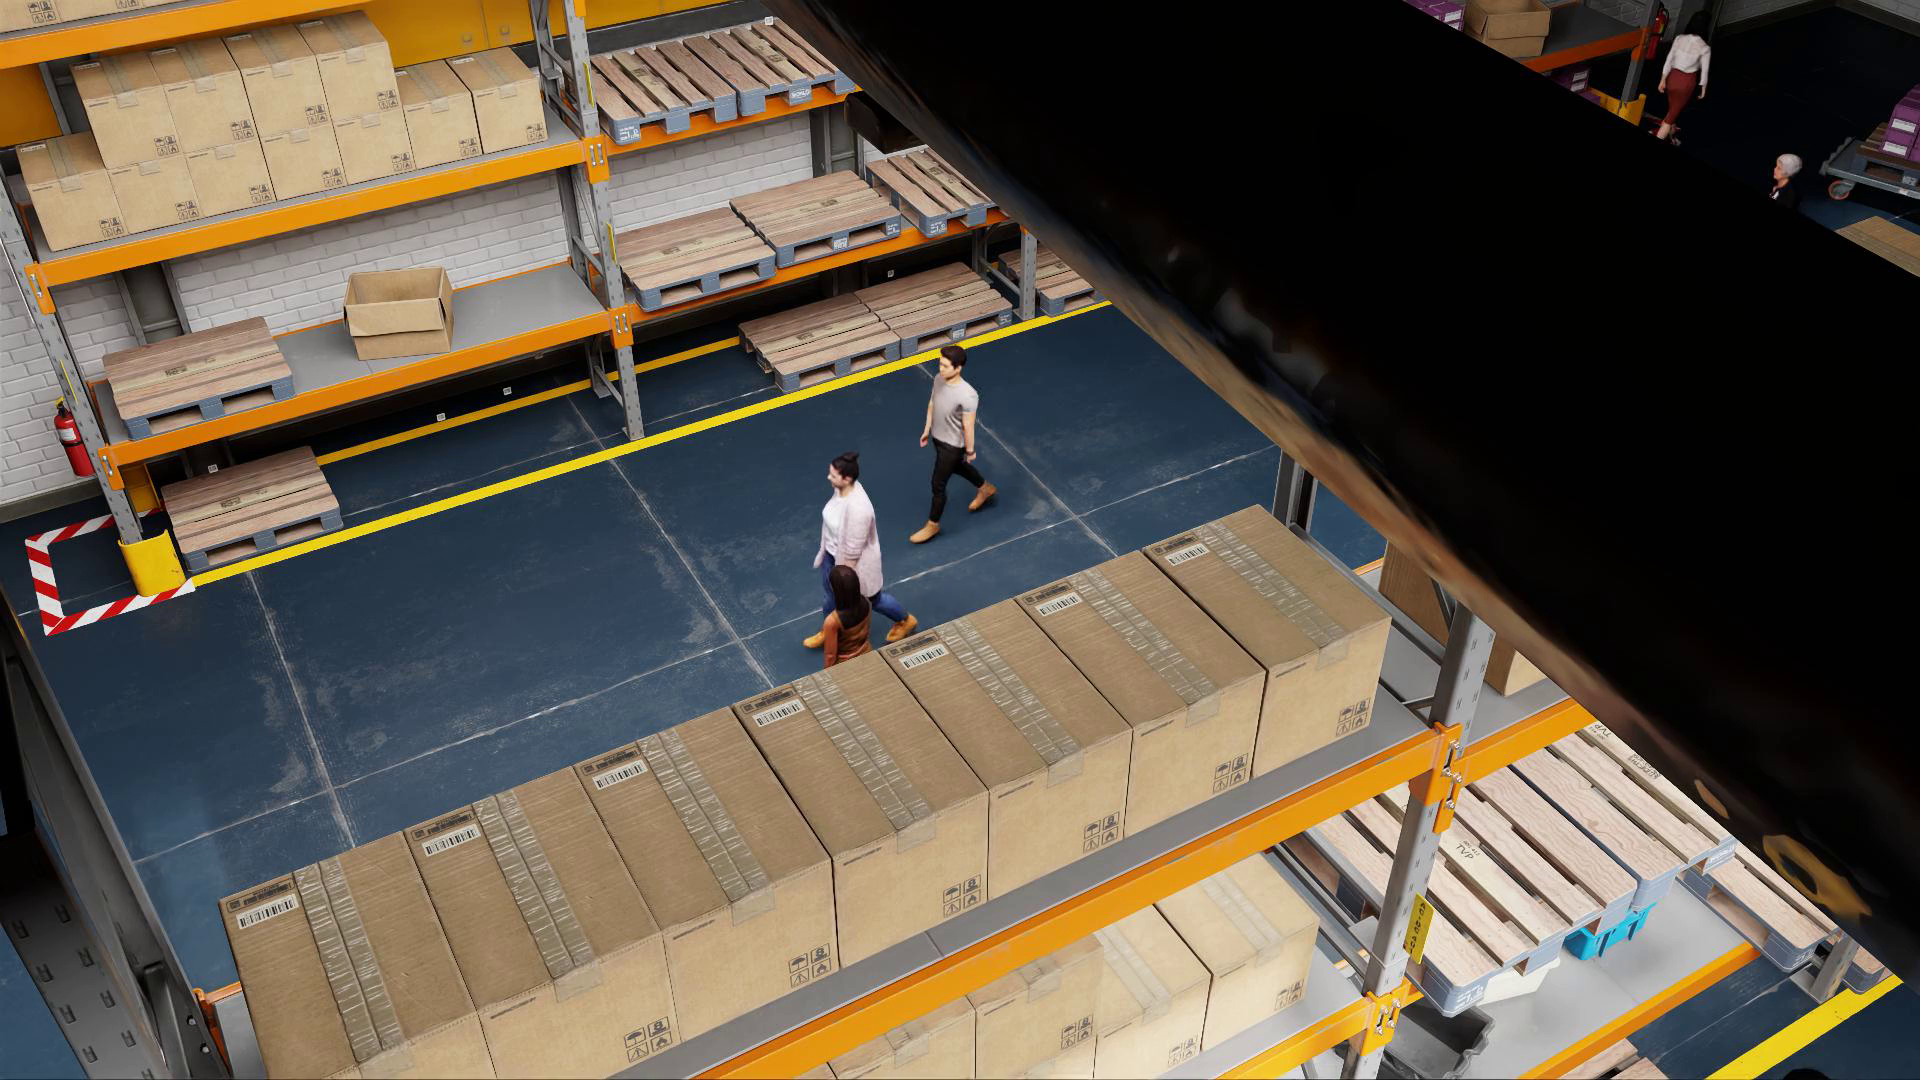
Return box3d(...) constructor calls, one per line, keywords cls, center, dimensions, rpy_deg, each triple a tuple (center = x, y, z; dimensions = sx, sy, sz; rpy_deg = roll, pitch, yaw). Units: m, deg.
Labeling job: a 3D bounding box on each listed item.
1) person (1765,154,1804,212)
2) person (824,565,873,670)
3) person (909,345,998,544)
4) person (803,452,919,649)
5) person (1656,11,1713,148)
box3d(cls="person", center=(7.755, -2.796, 15.682), dimensions=(0.831, 1.769, 0.880), rpy_deg=(-2, 39, -2))
box3d(cls="person", center=(-0.717, 0.855, 10.922), dimensions=(0.699, 1.684, 0.586), rpy_deg=(23, 44, 26))
box3d(cls="person", center=(-0.006, -0.814, 13.008), dimensions=(1.095, 1.689, 0.599), rpy_deg=(-19, 42, -22))
box3d(cls="person", center=(-0.670, 0.105, 11.838), dimensions=(1.121, 1.713, 0.782), rpy_deg=(-14, 41, -17))
box3d(cls="person", center=(7.745, -4.836, 18.024), dimensions=(1.021, 1.714, 0.718), rpy_deg=(-27, 46, -30))
